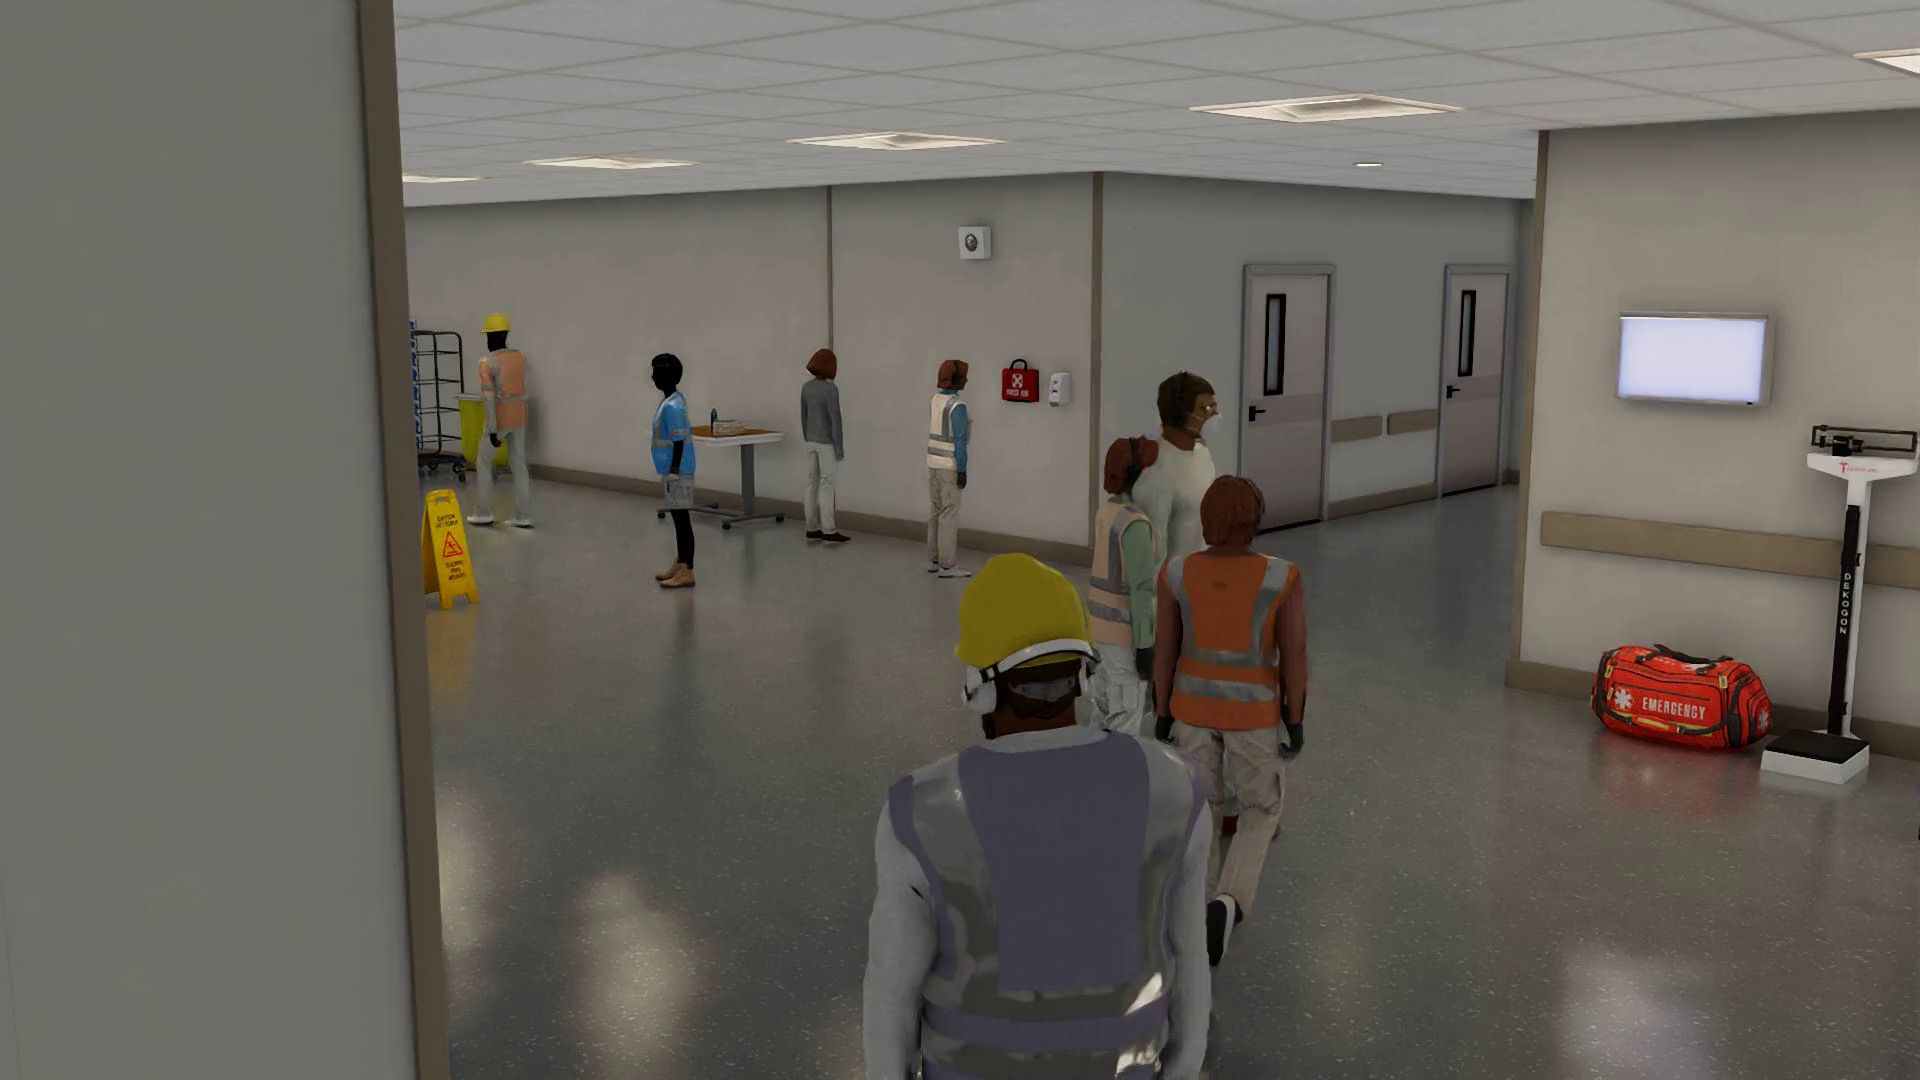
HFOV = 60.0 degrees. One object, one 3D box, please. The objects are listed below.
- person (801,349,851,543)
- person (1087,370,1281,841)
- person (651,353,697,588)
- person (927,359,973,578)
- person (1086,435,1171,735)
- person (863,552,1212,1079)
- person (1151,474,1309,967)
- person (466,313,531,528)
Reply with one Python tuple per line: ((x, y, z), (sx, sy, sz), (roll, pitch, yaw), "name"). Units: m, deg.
((-1.150, -0.795, 14.032), (0.281, 1.633, 0.499), (-8, 12, -40), "person")
((0.829, 0.252, 6.813), (0.961, 1.910, 0.633), (3, 10, 19), "person")
((-2.069, -0.502, 12.033), (0.322, 1.699, 0.536), (-2, 9, -12), "person")
((-0.082, -0.533, 12.442), (0.318, 1.629, 0.509), (-4, 10, -24), "person")
((0.664, 0.401, 6.673), (0.314, 1.641, 0.515), (-2, 9, -9), "person")
((0.134, 0.926, 2.891), (0.617, 1.818, 0.472), (-2, 9, -13), "person")
((0.855, 0.606, 5.466), (0.527, 1.623, 0.601), (4, 10, 24), "person")
((-4.133, -1.062, 14.833), (0.765, 1.901, 0.599), (6, 11, 34), "person")
